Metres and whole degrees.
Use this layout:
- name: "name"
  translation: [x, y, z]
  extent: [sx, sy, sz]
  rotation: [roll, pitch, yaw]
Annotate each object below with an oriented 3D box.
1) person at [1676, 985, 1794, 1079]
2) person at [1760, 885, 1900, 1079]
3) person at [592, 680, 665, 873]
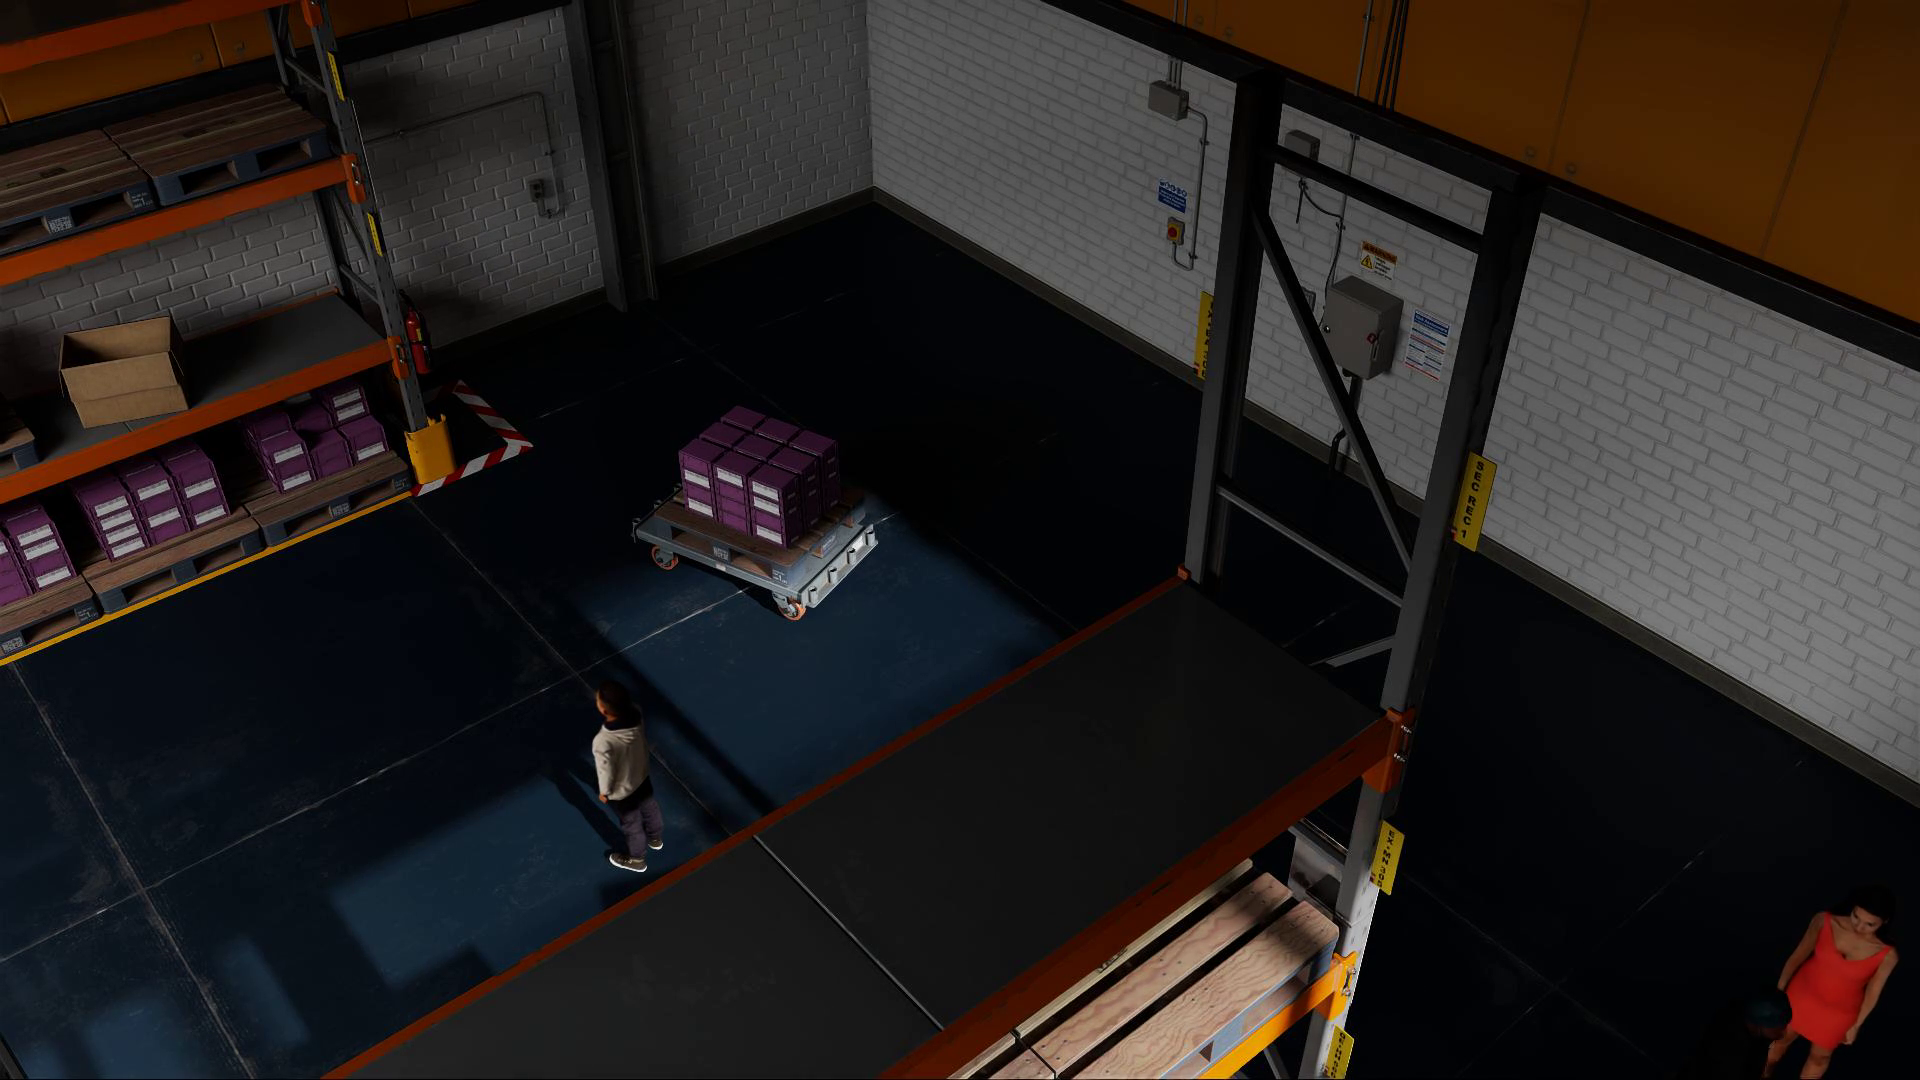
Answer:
- name: "person"
  translation: [3.546, 2.674, 8.042]
  extent: [0.843, 1.793, 0.722]
  rotation: [22, 44, 25]
- name: "person"
  translation: [4.422, 2.346, 8.512]
  extent: [0.614, 1.719, 0.574]
  rotation: [29, 47, 31]
- name: "person"
  translation: [-1.979, 1.396, 9.913]
  extent: [0.714, 1.455, 0.595]
  rotation: [16, 41, 19]
